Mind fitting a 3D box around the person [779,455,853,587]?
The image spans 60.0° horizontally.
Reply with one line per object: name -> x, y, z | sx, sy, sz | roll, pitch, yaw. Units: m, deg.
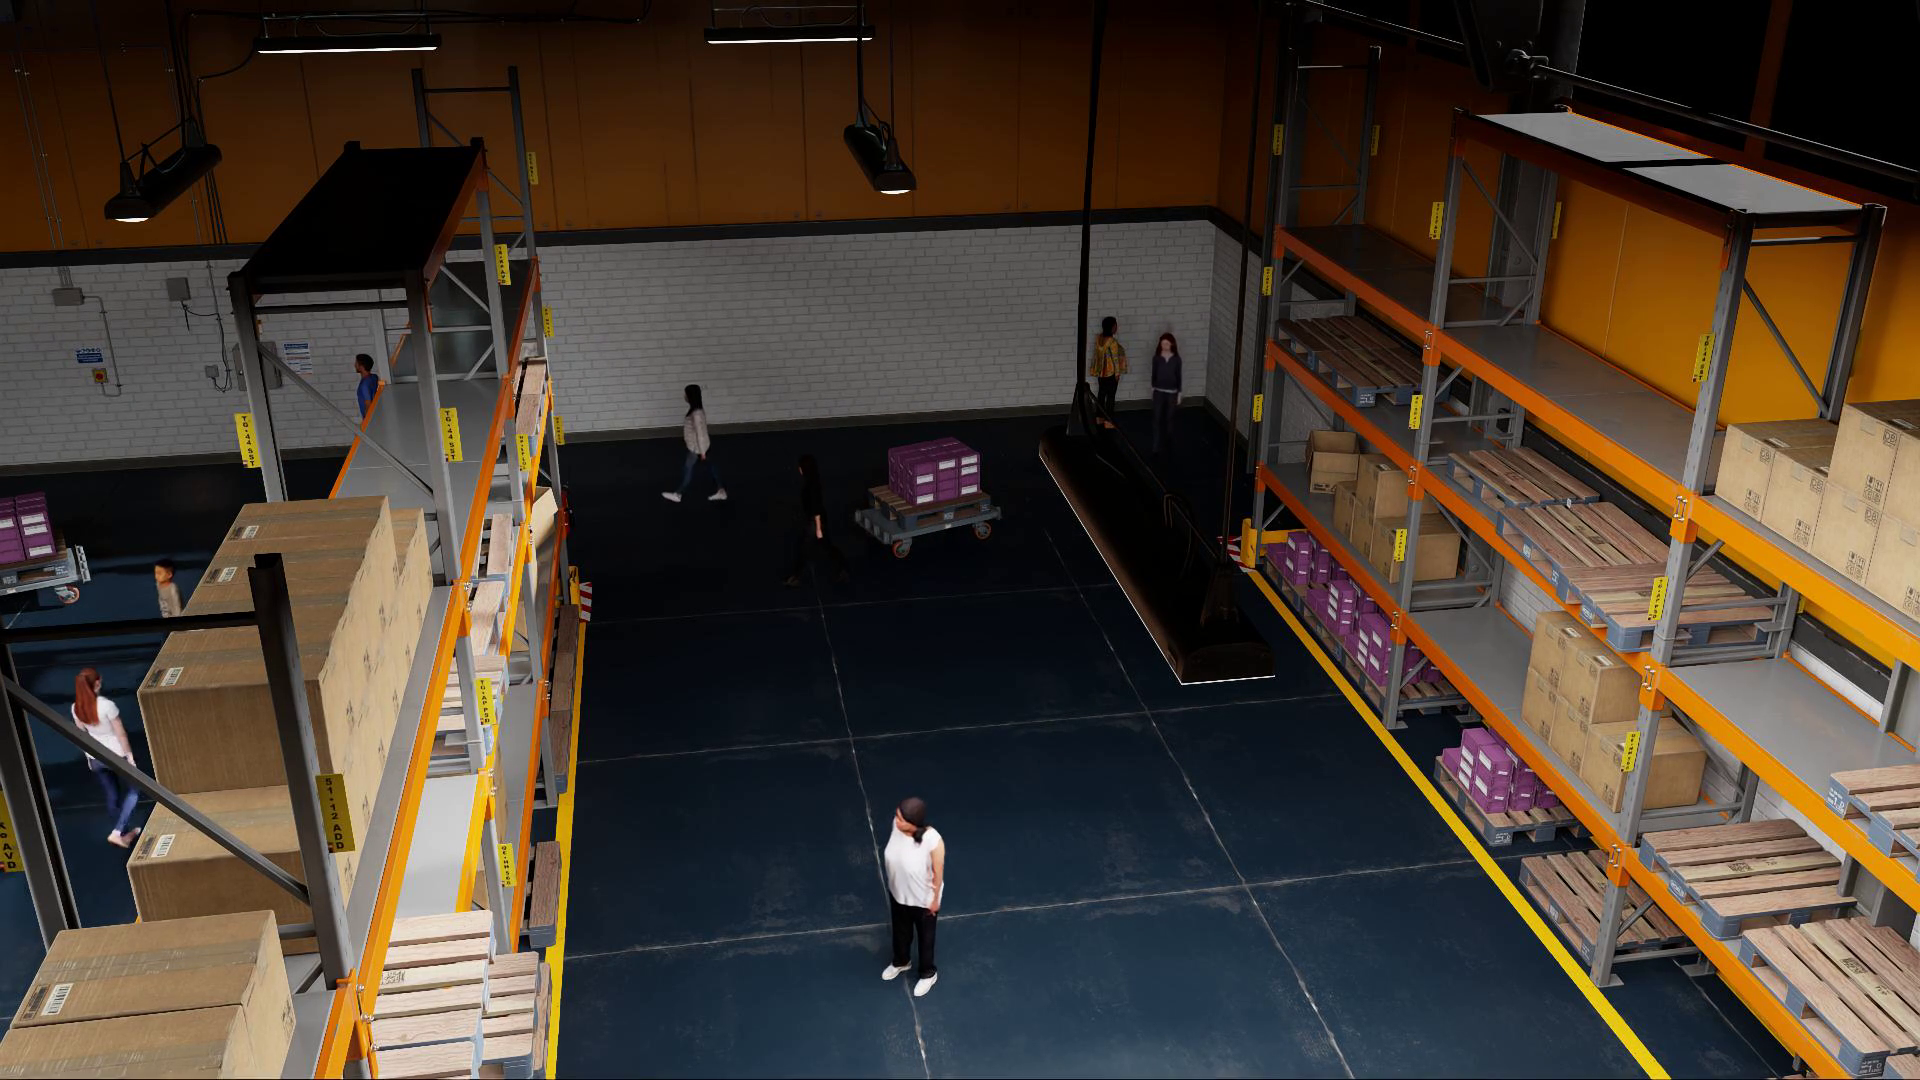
person -> -1.570, -0.193, 19.141 | 0.778, 1.594, 1.051 | 0, 24, -1

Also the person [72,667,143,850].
person -> -7.275, 1.916, 14.147 | 0.684, 1.730, 0.821 | 2, 24, 4

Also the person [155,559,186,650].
person -> -7.921, 0.841, 16.944 | 0.683, 1.459, 0.745 | 17, 29, 34

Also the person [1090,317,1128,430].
person -> 2.151, -2.447, 24.222 | 0.885, 1.655, 0.807 | -13, 27, -27

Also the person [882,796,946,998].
person -> -0.351, 2.640, 12.546 | 0.742, 1.686, 0.823 | 20, 31, 38

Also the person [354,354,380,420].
person -> -7.714, -1.557, 21.925 | 0.725, 1.864, 0.536 | -1, 24, -3

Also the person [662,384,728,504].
person -> -3.299, -1.219, 21.489 | 0.790, 1.594, 1.040 | 0, 24, -1

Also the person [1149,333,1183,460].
person -> 2.896, -2.021, 23.168 | 0.949, 1.718, 1.234 | 6, 24, 14
